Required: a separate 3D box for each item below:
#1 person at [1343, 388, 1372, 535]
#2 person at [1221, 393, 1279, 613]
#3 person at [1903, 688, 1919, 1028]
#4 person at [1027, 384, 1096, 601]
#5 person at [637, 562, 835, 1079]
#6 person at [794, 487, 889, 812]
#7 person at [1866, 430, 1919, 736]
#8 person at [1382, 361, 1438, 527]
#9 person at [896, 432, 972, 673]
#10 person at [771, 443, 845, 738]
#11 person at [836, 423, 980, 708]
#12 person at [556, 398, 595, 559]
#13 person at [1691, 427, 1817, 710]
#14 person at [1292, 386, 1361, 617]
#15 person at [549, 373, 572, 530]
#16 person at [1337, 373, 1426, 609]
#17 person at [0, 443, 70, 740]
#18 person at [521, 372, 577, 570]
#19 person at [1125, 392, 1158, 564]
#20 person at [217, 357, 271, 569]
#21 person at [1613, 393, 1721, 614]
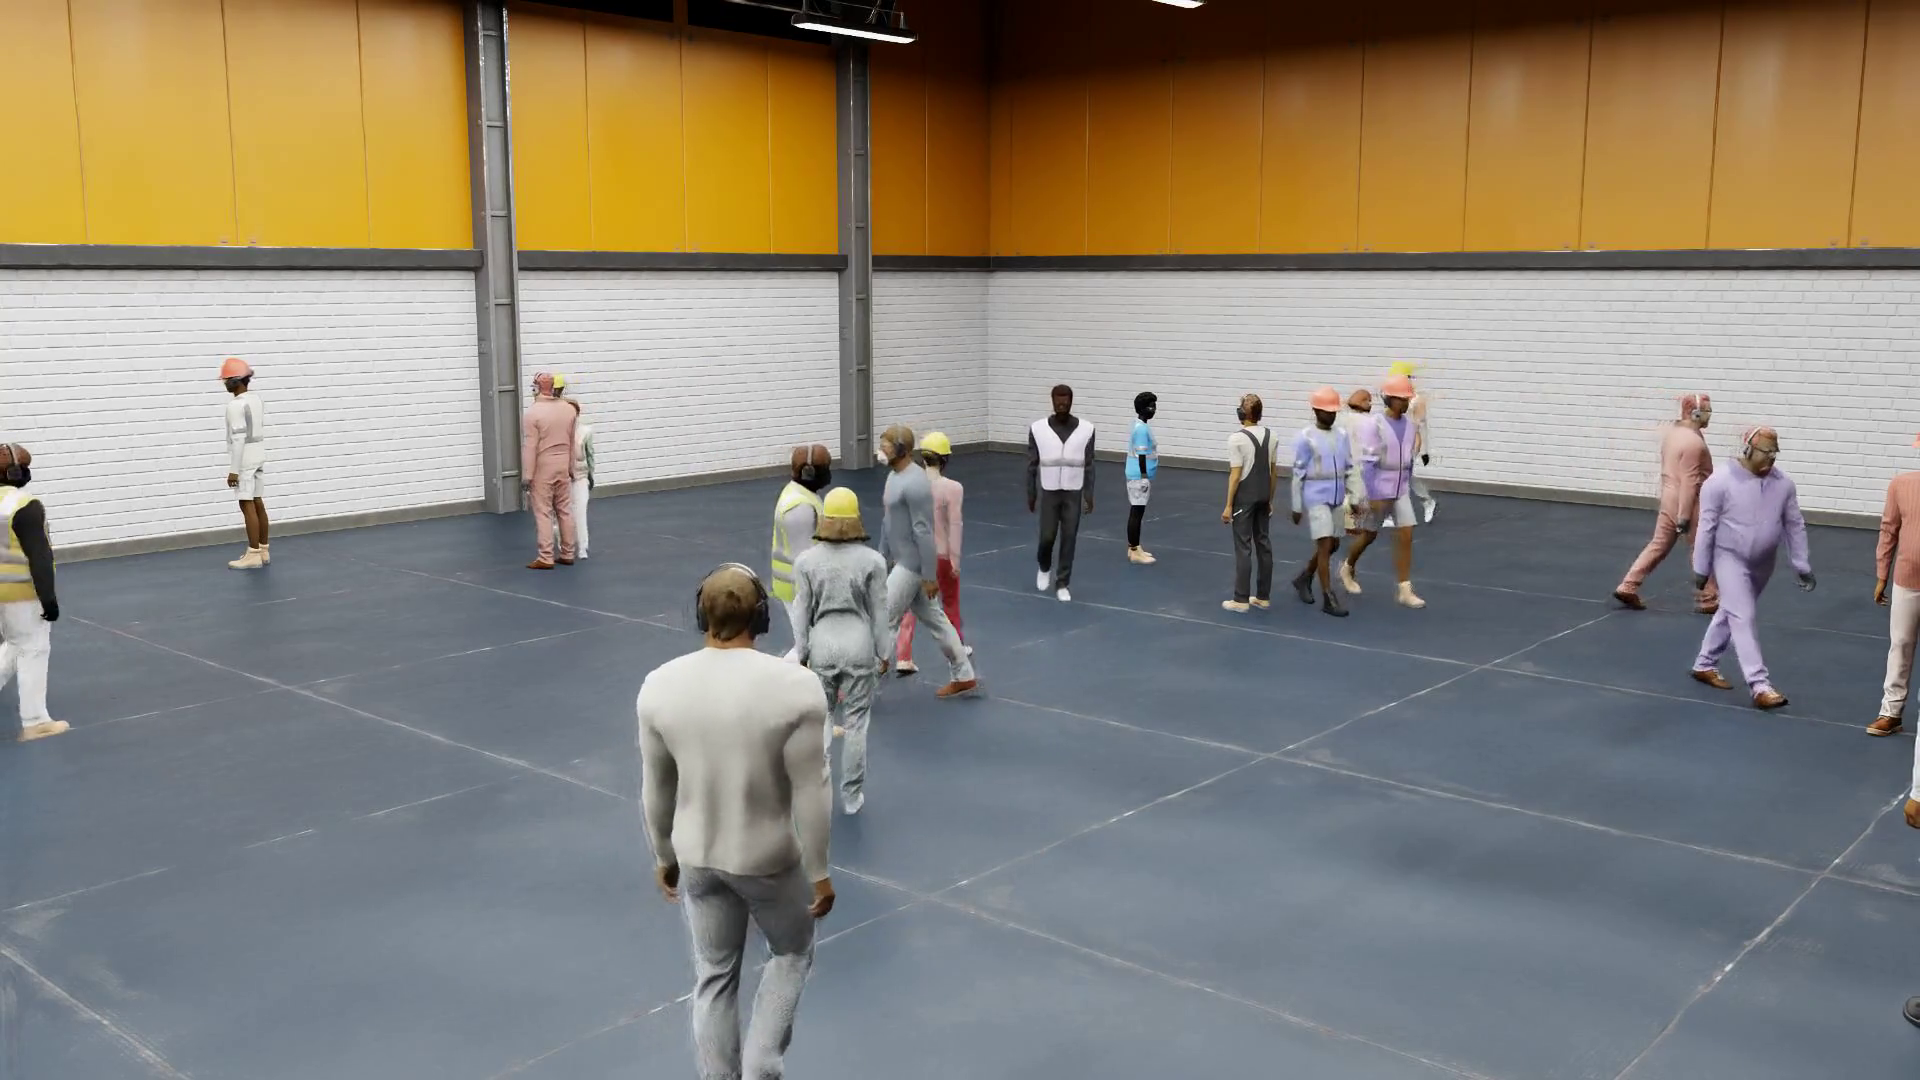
[{"bbox_3d":[4.228,-0.837,18.040,0.430,1.624,0.542,-1,9,-8],"label":"person"},{"bbox_3d":[2.439,-0.310,14.012,0.506,1.847,0.343,-5,10,-29],"label":"person"},{"bbox_3d":[3.787,0.901,6.129,0.553,1.934,0.364,2,9,12],"label":"person"},{"bbox_3d":[0.885,-0.419,14.550,0.591,1.900,0.488,0,9,-3],"label":"person"},{"bbox_3d":[-0.709,1.024,5.379,0.656,1.925,0.436,2,9,12],"label":"person"},{"bbox_3d":[-0.619,0.589,8.730,0.493,1.735,0.414,1,9,6],"label":"person"},{"bbox_3d":[5.862,0.247,10.055,0.389,1.990,0.622,-8,12,-43],"label":"person"},{"bbox_3d":[5.124,-1.089,18.829,0.895,1.883,0.632,-4,10,-22],"label":"person"},{"bbox_3d":[-0.209,0.083,11.939,0.538,1.718,0.902,5,10,27],"label":"person"},{"bbox_3d":[-0.983,0.315,10.173,0.529,1.828,0.632,0,9,-2],"label":"person"},{"bbox_3d":[-0.336,0.166,10.941,1.039,1.884,0.645,-2,9,-10],"label":"person"},{"bbox_3d":[-3.965,-0.645,16.864,0.527,1.603,0.823,-3,10,-19],"label":"person"},{"bbox_3d":[5.250,0.163,11.042,0.659,1.844,1.035,-2,9,-14],"label":"person"},{"bbox_3d":[3.068,-0.347,14.046,0.549,1.911,0.773,-5,10,-28],"label":"person"},{"bbox_3d":[-4.515,-0.979,18.463,0.555,1.751,0.438,7,12,39],"label":"person"},{"bbox_3d":[3.669,-0.451,14.416,0.611,2.006,0.977,-4,10,-24],"label":"person"},{"bbox_3d":[-5.760,0.325,10.114,0.631,1.831,0.480,5,10,29],"label":"person"},{"bbox_3d":[-3.998,-0.671,16.091,0.403,1.906,0.651,6,11,32],"label":"person"},{"bbox_3d":[1.793,-0.617,16.423,0.321,1.691,0.529,0,9,2],"label":"person"},{"bbox_3d":[-6.936,-0.741,16.104,0.372,2.045,0.605,0,9,-2],"label":"person"},{"bbox_3d":[6.011,-0.303,13.914,0.957,1.870,0.640,0,9,3],"label":"person"}]
